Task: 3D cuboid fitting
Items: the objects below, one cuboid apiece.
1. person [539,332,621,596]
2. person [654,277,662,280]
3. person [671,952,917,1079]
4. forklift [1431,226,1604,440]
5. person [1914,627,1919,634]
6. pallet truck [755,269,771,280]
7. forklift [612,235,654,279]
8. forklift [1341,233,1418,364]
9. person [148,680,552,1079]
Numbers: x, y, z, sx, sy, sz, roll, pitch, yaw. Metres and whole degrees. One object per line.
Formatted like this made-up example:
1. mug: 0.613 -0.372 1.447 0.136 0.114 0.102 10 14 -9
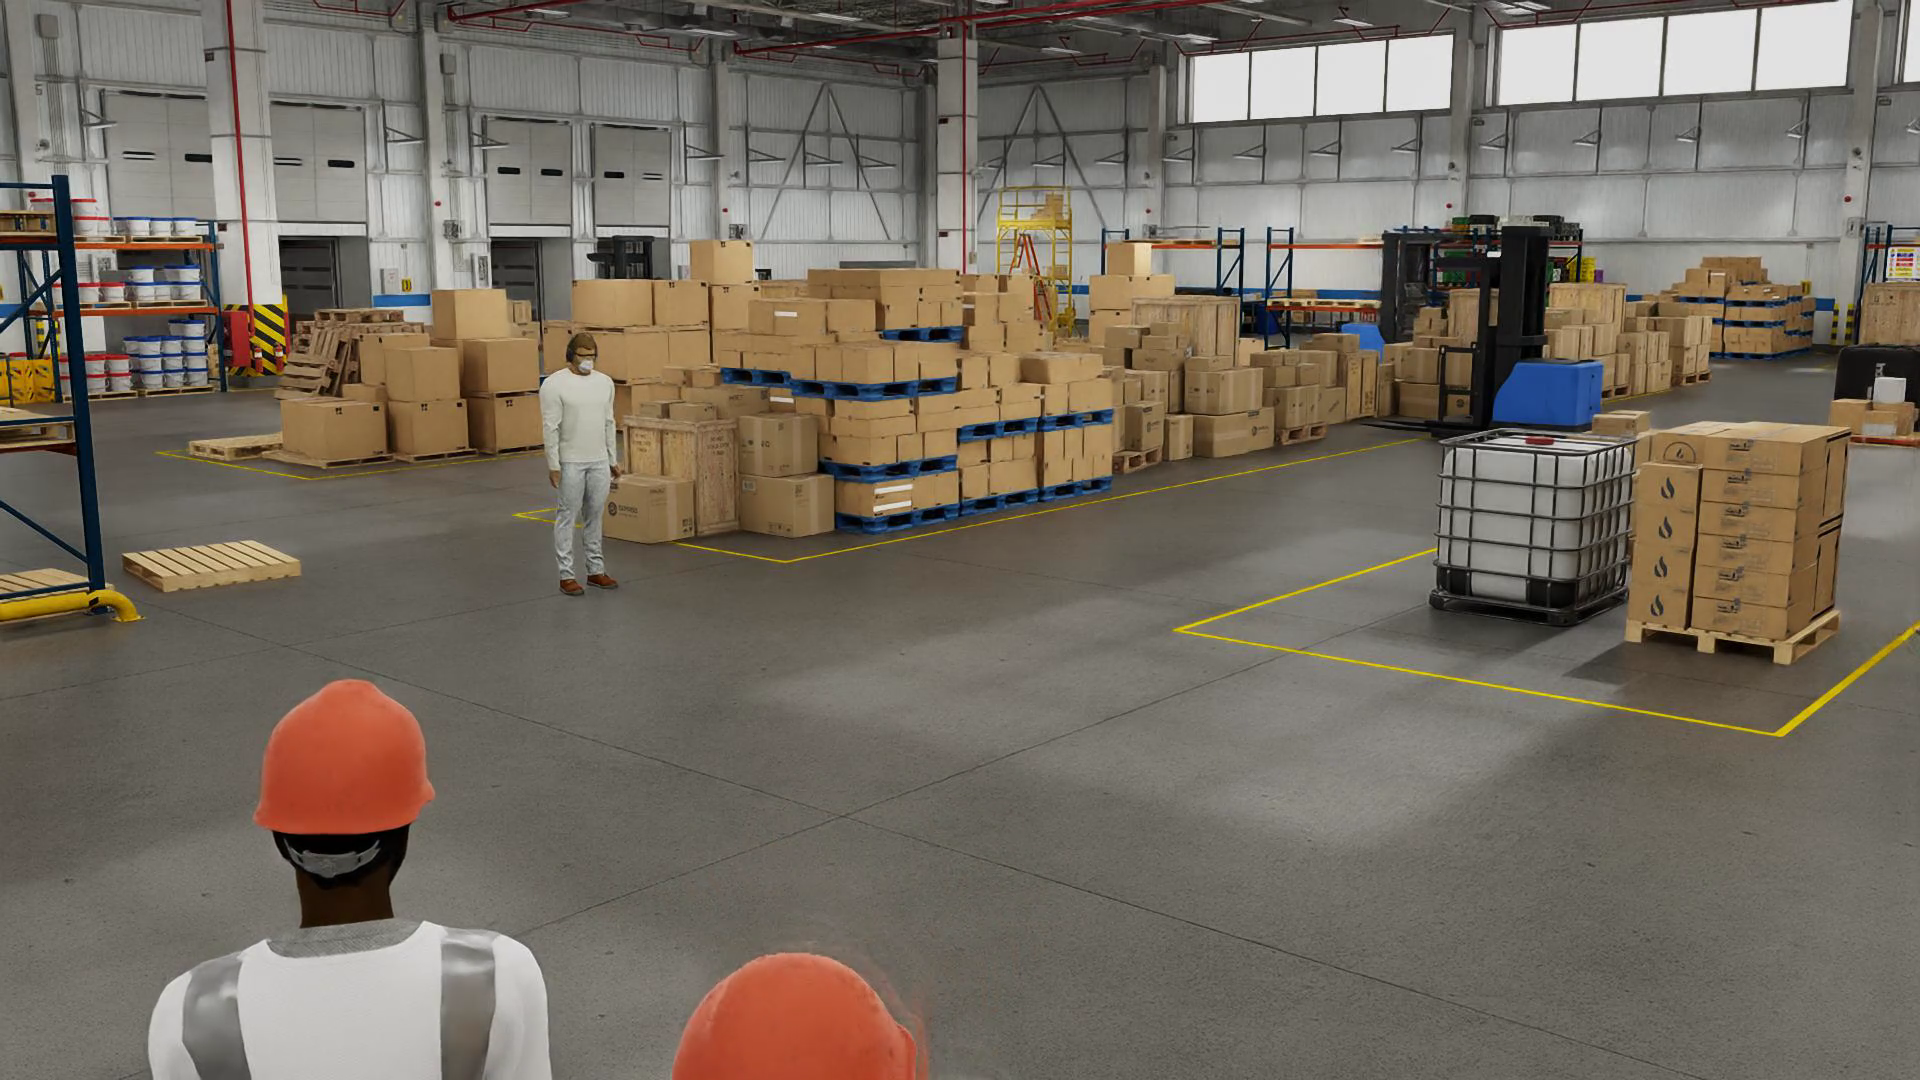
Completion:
1. person: -2.791 -0.567 12.319 0.372 1.934 0.627 9 13 41
2. person: -6.514 -4.725 36.020 0.641 1.928 0.386 -5 11 -26
3. person: -0.078 1.303 1.866 0.599 1.865 0.843 -3 10 -15
4. forklift: 7.339 -2.688 21.696 1.873 2.768 1.129 8 13 40
5. person: 6.574 -0.143 10.814 0.471 1.613 0.554 1 10 6
6. pallet truck: -4.996 -6.432 45.525 1.885 1.965 0.823 -6 12 -32
7. forklift: -7.300 -5.450 37.421 1.873 2.768 1.129 8 13 40
8. forklift: 8.358 -4.466 31.817 1.873 2.768 1.129 8 13 40
9. person: -0.857 1.160 2.466 0.542 1.939 0.362 -3 10 -15
